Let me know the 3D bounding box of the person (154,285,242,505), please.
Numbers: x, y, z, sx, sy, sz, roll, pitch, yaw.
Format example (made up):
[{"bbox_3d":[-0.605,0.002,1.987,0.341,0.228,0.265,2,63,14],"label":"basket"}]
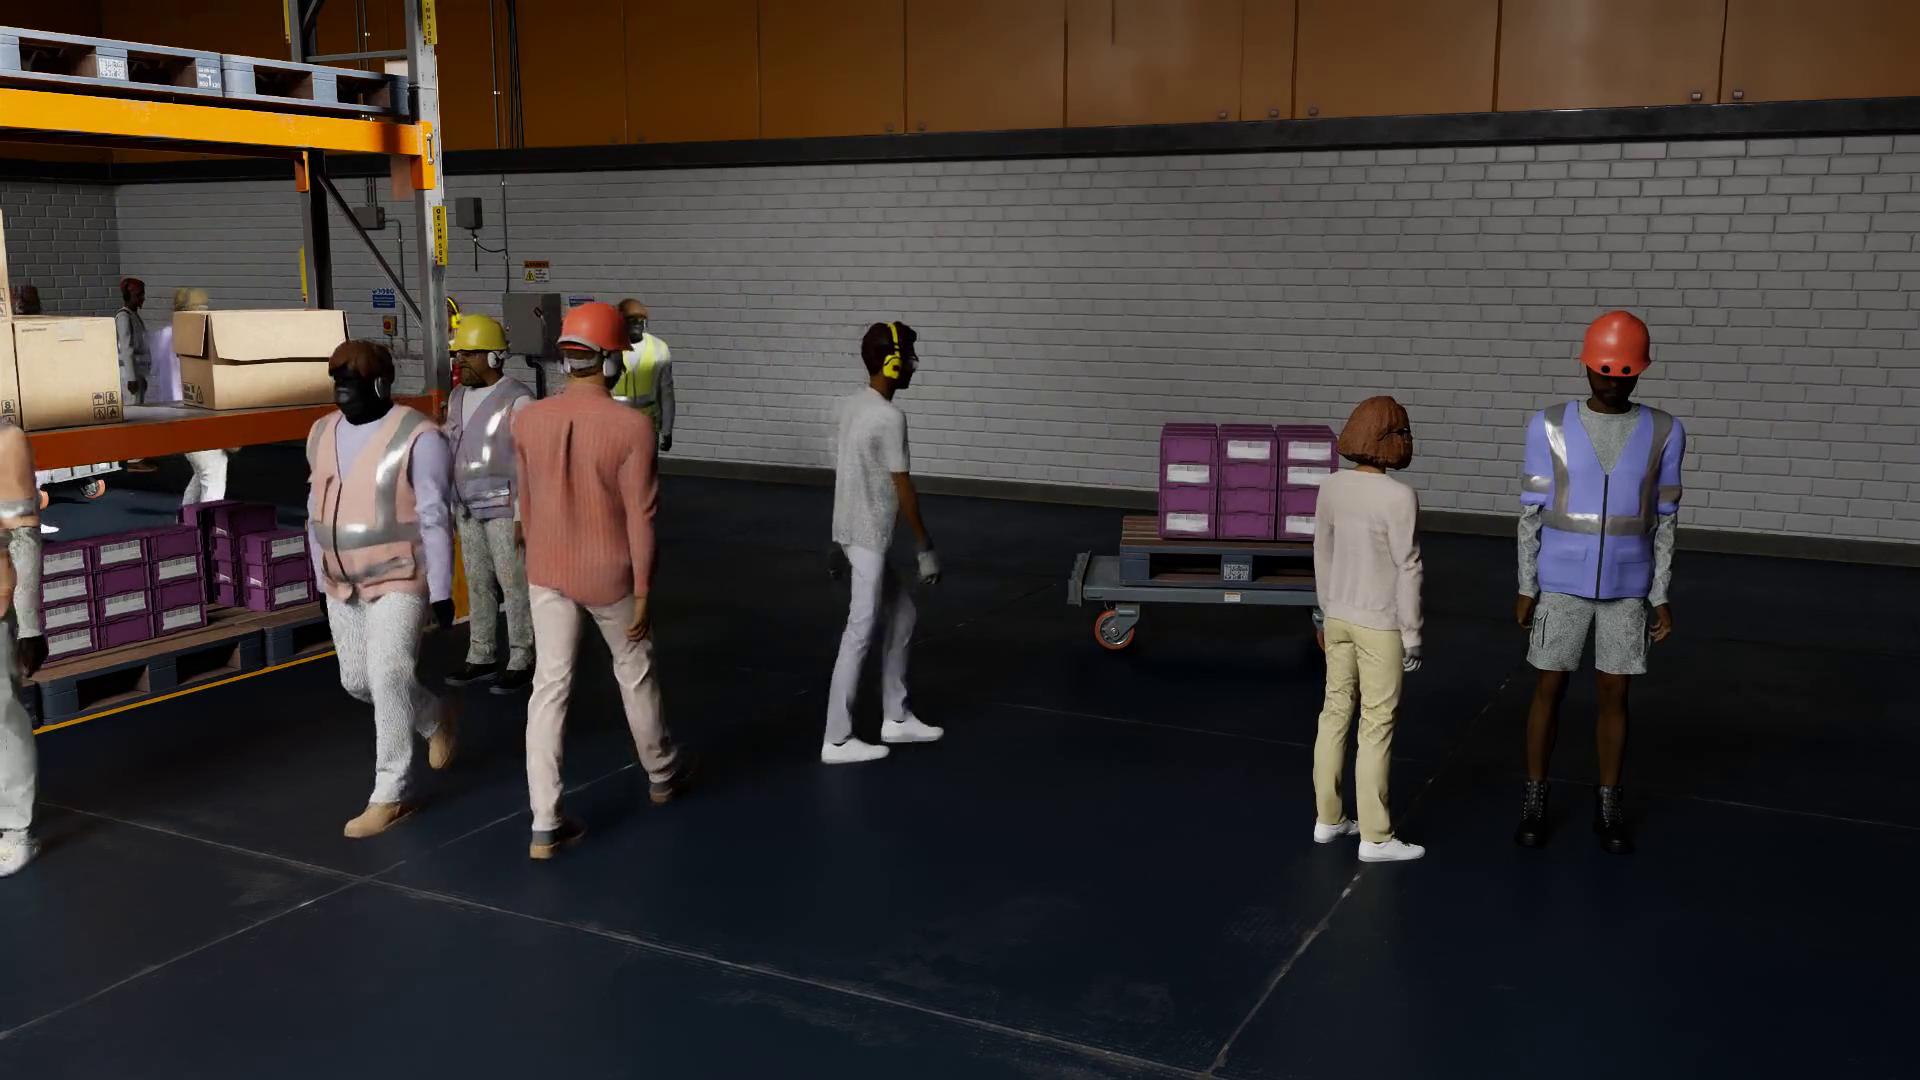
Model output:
[{"bbox_3d":[-5.151,-0.759,11.259,0.658,1.908,0.422,7,12,36],"label":"person"}]

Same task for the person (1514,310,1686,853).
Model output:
[{"bbox_3d":[2.253,0.157,5.892,0.543,1.928,0.374,2,10,14],"label":"person"}]

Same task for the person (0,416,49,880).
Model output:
[{"bbox_3d":[-3.412,0.209,5.647,0.659,1.920,0.374,2,10,13],"label":"person"}]

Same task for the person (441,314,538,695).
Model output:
[{"bbox_3d":[-2.288,-0.171,8.068,0.590,1.833,0.404,6,12,33],"label":"person"}]

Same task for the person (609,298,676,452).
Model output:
[{"bbox_3d":[-2.332,-0.791,11.716,0.656,1.812,0.467,-5,11,-25],"label":"person"}]

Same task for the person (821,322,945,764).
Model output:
[{"bbox_3d":[-0.276,0.018,6.944,0.739,1.837,0.499,-4,10,-21],"label":"person"}]

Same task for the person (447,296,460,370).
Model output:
[{"bbox_3d":[-3.609,-0.865,12.142,0.530,1.828,0.687,7,12,37],"label":"person"}]

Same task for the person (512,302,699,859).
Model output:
[{"bbox_3d":[-1.326,0.111,6.095,0.632,1.938,1.003,3,10,16],"label":"person"}]

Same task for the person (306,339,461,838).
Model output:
[{"bbox_3d":[-2.146,0.144,6.306,0.633,1.823,0.737,4,11,22],"label":"person"}]

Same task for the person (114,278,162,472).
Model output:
[{"bbox_3d":[-8.056,-1.609,16.238,0.358,1.885,0.574,-3,10,-18],"label":"person"}]

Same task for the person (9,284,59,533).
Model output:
[{"bbox_3d":[-6.994,-0.957,12.462,0.425,1.895,0.653,-5,11,-26],"label":"person"}]

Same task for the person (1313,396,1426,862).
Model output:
[{"bbox_3d":[1.443,0.309,5.863,0.279,1.634,0.499,-5,11,-27],"label":"person"}]
